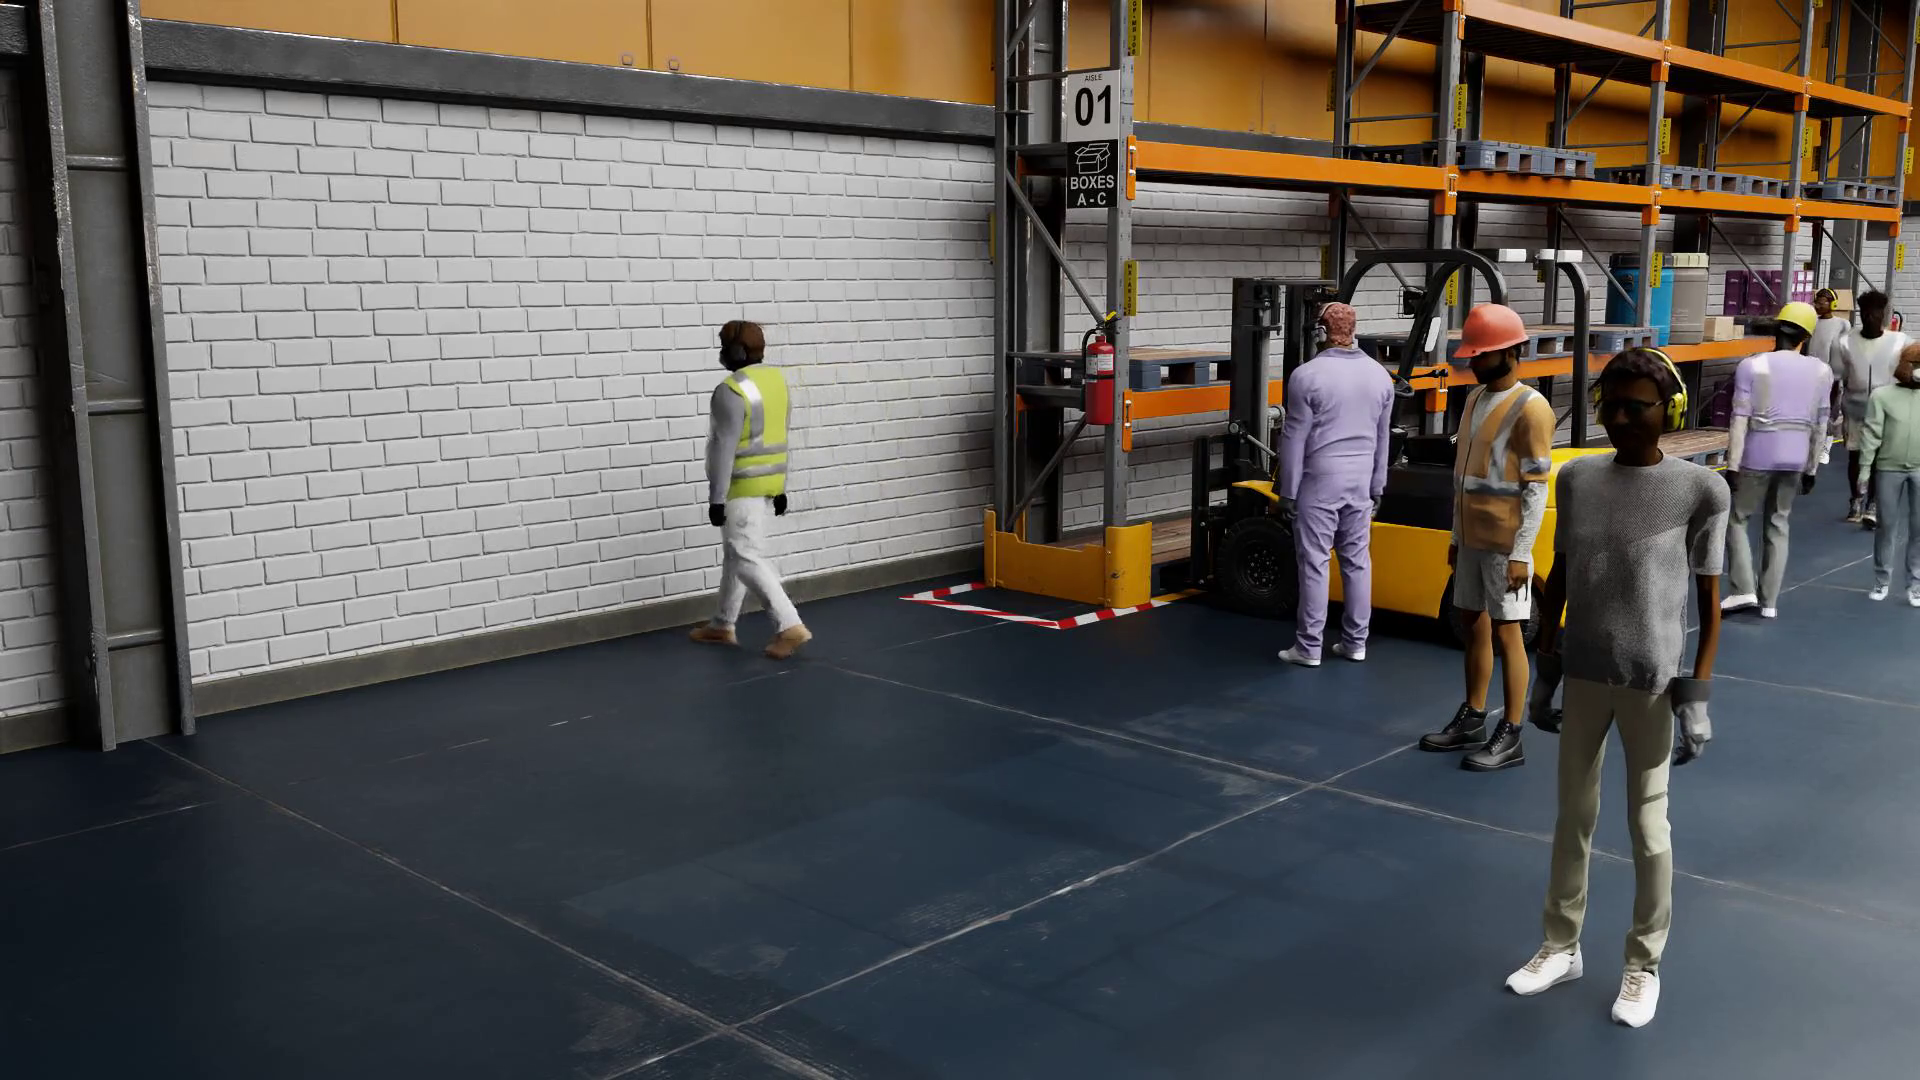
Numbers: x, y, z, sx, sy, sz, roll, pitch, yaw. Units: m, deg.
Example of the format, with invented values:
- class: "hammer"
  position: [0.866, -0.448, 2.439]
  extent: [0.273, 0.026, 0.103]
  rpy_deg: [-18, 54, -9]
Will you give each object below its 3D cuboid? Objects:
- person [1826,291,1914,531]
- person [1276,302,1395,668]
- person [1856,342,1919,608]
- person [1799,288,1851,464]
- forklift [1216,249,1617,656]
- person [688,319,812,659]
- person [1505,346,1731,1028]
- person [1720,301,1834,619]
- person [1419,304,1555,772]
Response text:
- class: "person"
  position: [7.266, -1.033, 13.321]
  extent: [0.632, 1.890, 0.960]
  rpy_deg: [6, 11, 33]
- class: "person"
  position: [1.938, -0.285, 8.705]
  extent: [0.639, 1.900, 0.403]
  rpy_deg: [-4, 10, -25]
- class: "person"
  position: [5.846, -0.406, 10.275]
  extent: [0.521, 1.630, 0.373]
  rpy_deg: [5, 10, 27]
- class: "person"
  position: [9.176, -1.741, 17.741]
  extent: [0.330, 1.861, 0.518]
  rpy_deg: [-9, 13, -42]
- class: "forklift"
  position: [2.710, -0.584, 9.626]
  extent: [2.313, 2.155, 1.214]
  rpy_deg: [9, 13, 43]
- class: "person"
  position: [-1.137, -0.280, 8.940]
  extent: [0.843, 1.815, 0.642]
  rpy_deg: [4, 10, 22]
- class: "person"
  position: [1.821, 0.398, 4.604]
  extent: [0.511, 1.869, 0.329]
  rpy_deg: [9, 13, 43]
- class: "person"
  position: [4.827, -0.463, 9.845]
  extent: [0.661, 1.879, 0.511]
  rpy_deg: [-1, 9, -4]
- class: "person"
  position: [2.191, -0.008, 6.903]
  extent: [0.368, 1.929, 0.542]
  rpy_deg: [-3, 10, -16]
